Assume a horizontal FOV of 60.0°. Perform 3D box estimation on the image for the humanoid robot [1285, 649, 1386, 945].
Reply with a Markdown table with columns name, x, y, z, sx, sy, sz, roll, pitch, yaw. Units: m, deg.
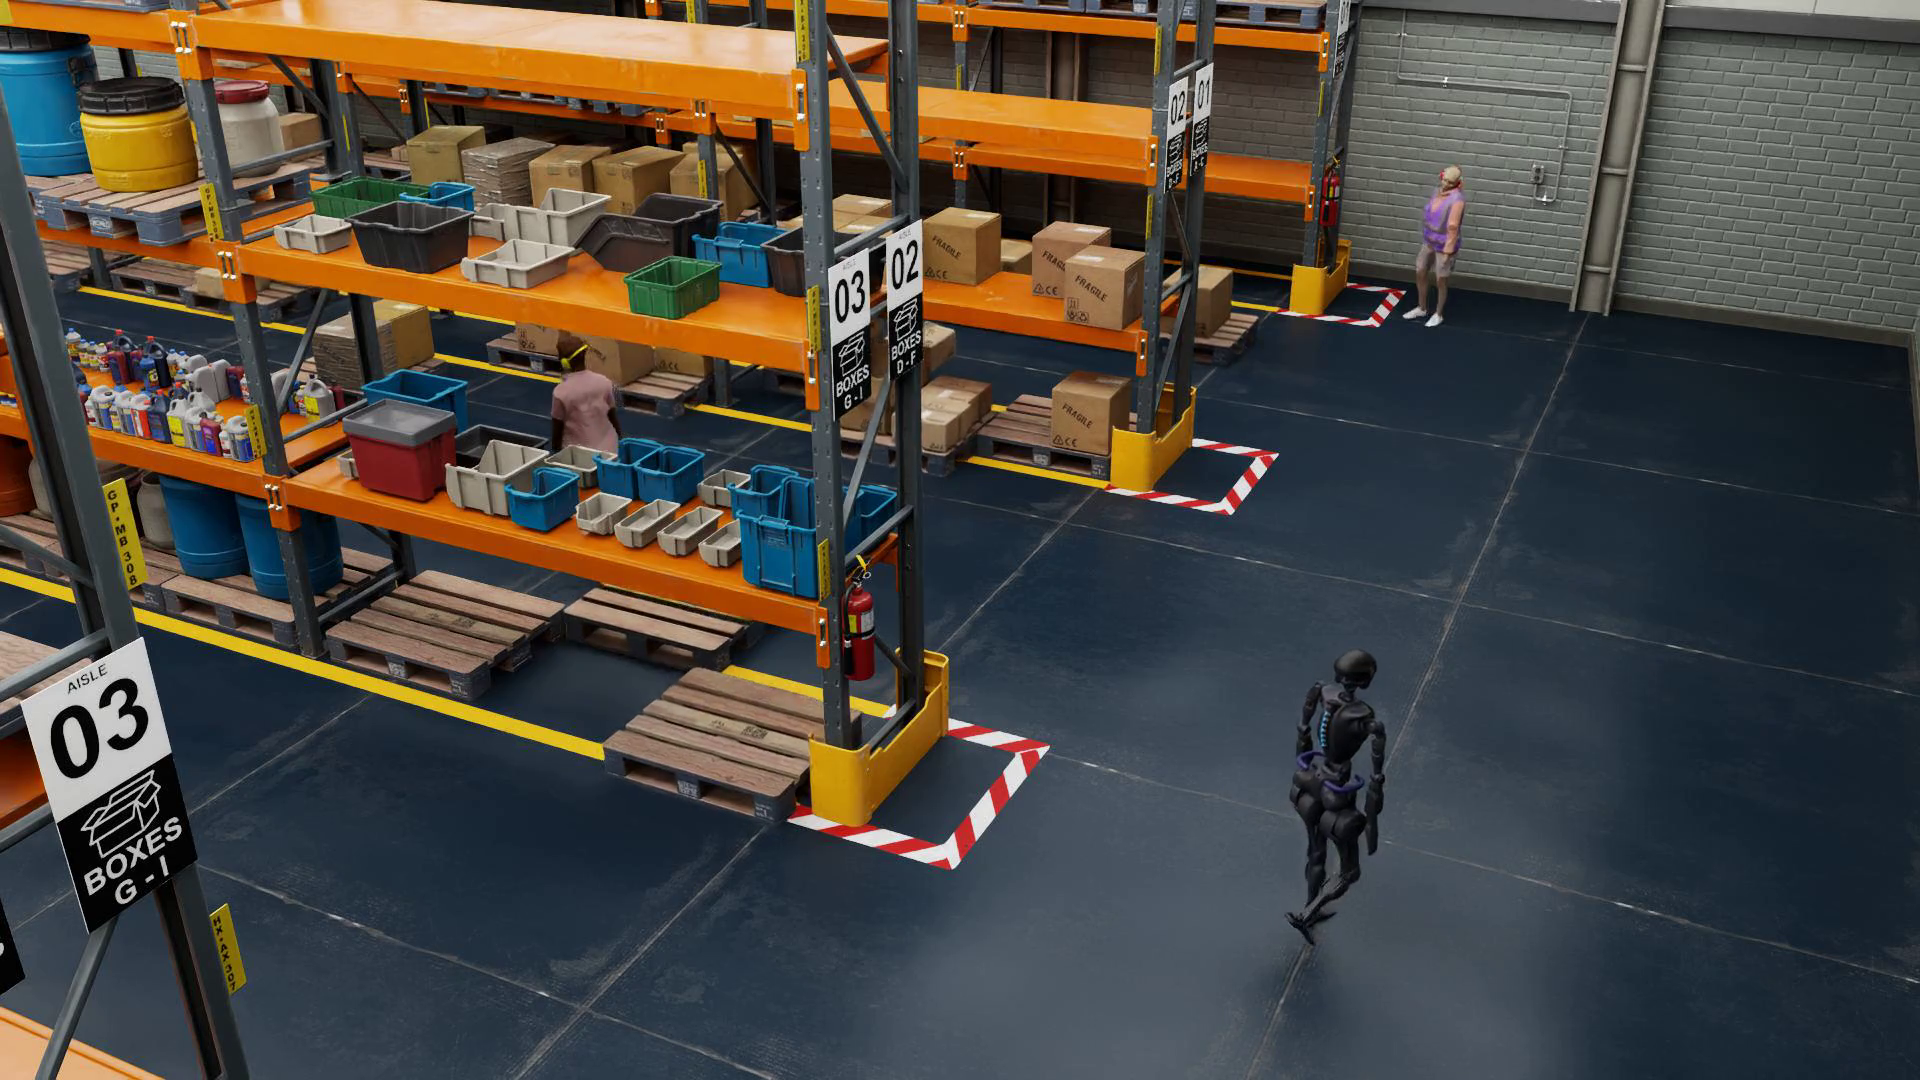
| name | x | y | z | sx | sy | sz | roll | pitch | yaw |
| --- | --- | --- | --- | --- | --- | --- | --- | --- | --- |
| humanoid robot | 1.766 | 1.260 | 8.172 | 0.480 | 1.647 | 0.603 | -16 | 30 | -29 |

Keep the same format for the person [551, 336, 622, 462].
| name | x | y | z | sx | sy | sz | roll | pitch | yaw |
| --- | --- | --- | --- | --- | --- | --- | --- | --- | --- |
| person | -2.603 | -0.588 | 11.807 | 0.522 | 1.754 | 0.879 | -22 | 34 | -37 |

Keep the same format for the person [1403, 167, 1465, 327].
| name | x | y | z | sx | sy | sz | roll | pitch | yaw |
| --- | --- | --- | --- | --- | --- | --- | --- | --- | --- |
| person | 4.812 | -2.932 | 16.667 | 0.404 | 1.665 | 0.517 | -12 | 29 | -23 |
